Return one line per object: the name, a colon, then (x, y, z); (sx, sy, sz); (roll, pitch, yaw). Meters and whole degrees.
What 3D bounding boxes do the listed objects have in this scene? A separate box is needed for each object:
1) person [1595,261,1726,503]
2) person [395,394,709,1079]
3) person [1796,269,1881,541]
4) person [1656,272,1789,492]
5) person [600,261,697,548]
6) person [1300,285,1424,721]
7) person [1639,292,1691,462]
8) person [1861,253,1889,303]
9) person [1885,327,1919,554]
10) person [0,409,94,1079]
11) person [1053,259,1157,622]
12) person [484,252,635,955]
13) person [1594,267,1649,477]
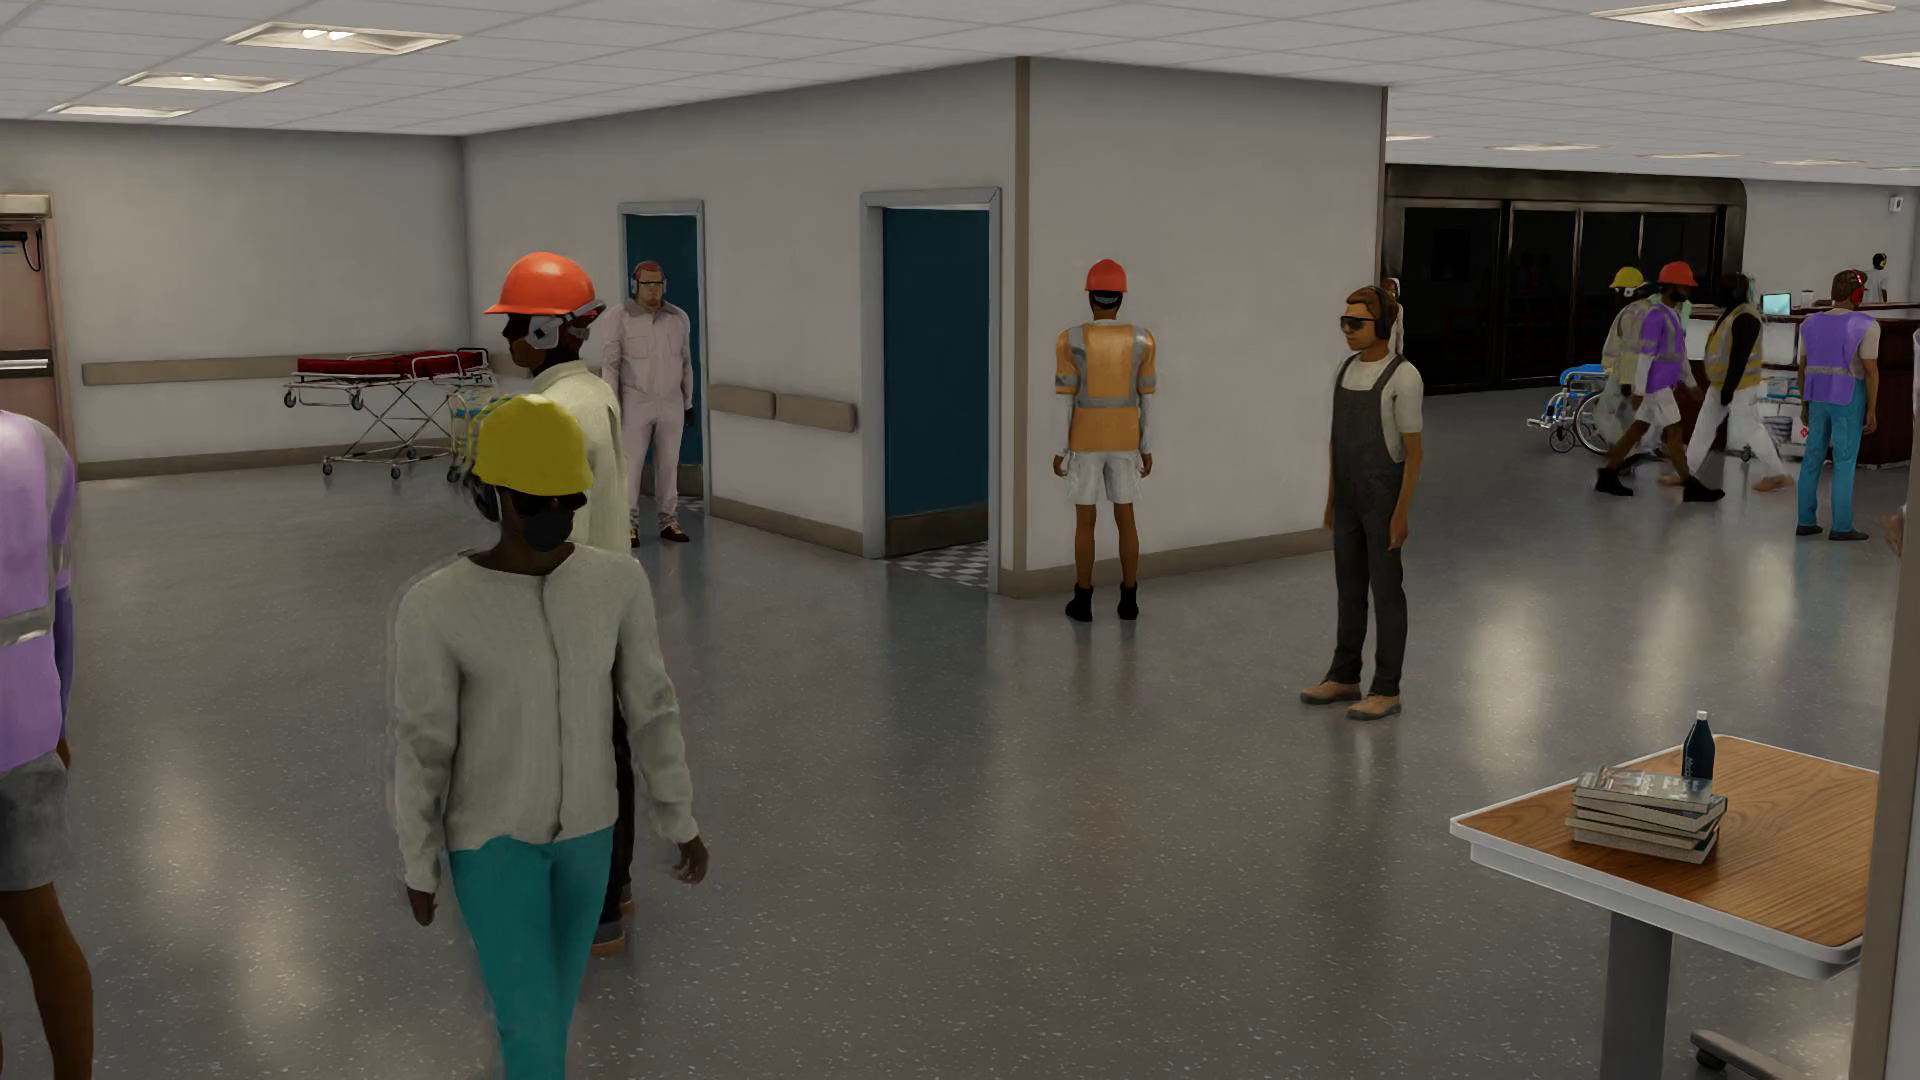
person: (5.532, -1.245, 13.124); (0.986, 1.887, 0.548); (6, 12, 31)
person: (-0.760, 0.591, 3.213); (0.779, 1.735, 0.541); (10, 14, 44)
person: (5.979, -0.914, 11.363); (0.389, 1.842, 0.566); (-6, 12, -28)
person: (6.336, -1.286, 13.593); (0.977, 1.798, 0.646); (2, 10, 9)
person: (-2.066, -0.908, 11.152); (0.652, 1.904, 0.402); (-7, 12, -33)
person: (1.742, -0.156, 7.103); (0.346, 1.845, 0.505); (-5, 11, -27)
person: (6.570, -1.659, 15.565); (0.575, 1.841, 0.396); (-6, 12, -30)
person: (15.510, -3.937, 28.278); (0.336, 1.856, 0.523); (-5, 11, -28)
person: (6.158, -0.751, 10.457); (0.723, 1.843, 0.618); (-3, 11, -16)
person: (-2.072, 0.412, 3.419); (0.410, 2.032, 0.609); (2, 10, 11)
person: (0.767, -0.528, 8.929); (0.552, 1.935, 0.365); (-1, 10, -7)
person: (-1.120, 0.191, 4.740); (0.379, 1.996, 0.608); (0, 10, -1)
person: (5.725, -1.433, 14.325); (0.422, 1.817, 0.600); (7, 12, 35)
